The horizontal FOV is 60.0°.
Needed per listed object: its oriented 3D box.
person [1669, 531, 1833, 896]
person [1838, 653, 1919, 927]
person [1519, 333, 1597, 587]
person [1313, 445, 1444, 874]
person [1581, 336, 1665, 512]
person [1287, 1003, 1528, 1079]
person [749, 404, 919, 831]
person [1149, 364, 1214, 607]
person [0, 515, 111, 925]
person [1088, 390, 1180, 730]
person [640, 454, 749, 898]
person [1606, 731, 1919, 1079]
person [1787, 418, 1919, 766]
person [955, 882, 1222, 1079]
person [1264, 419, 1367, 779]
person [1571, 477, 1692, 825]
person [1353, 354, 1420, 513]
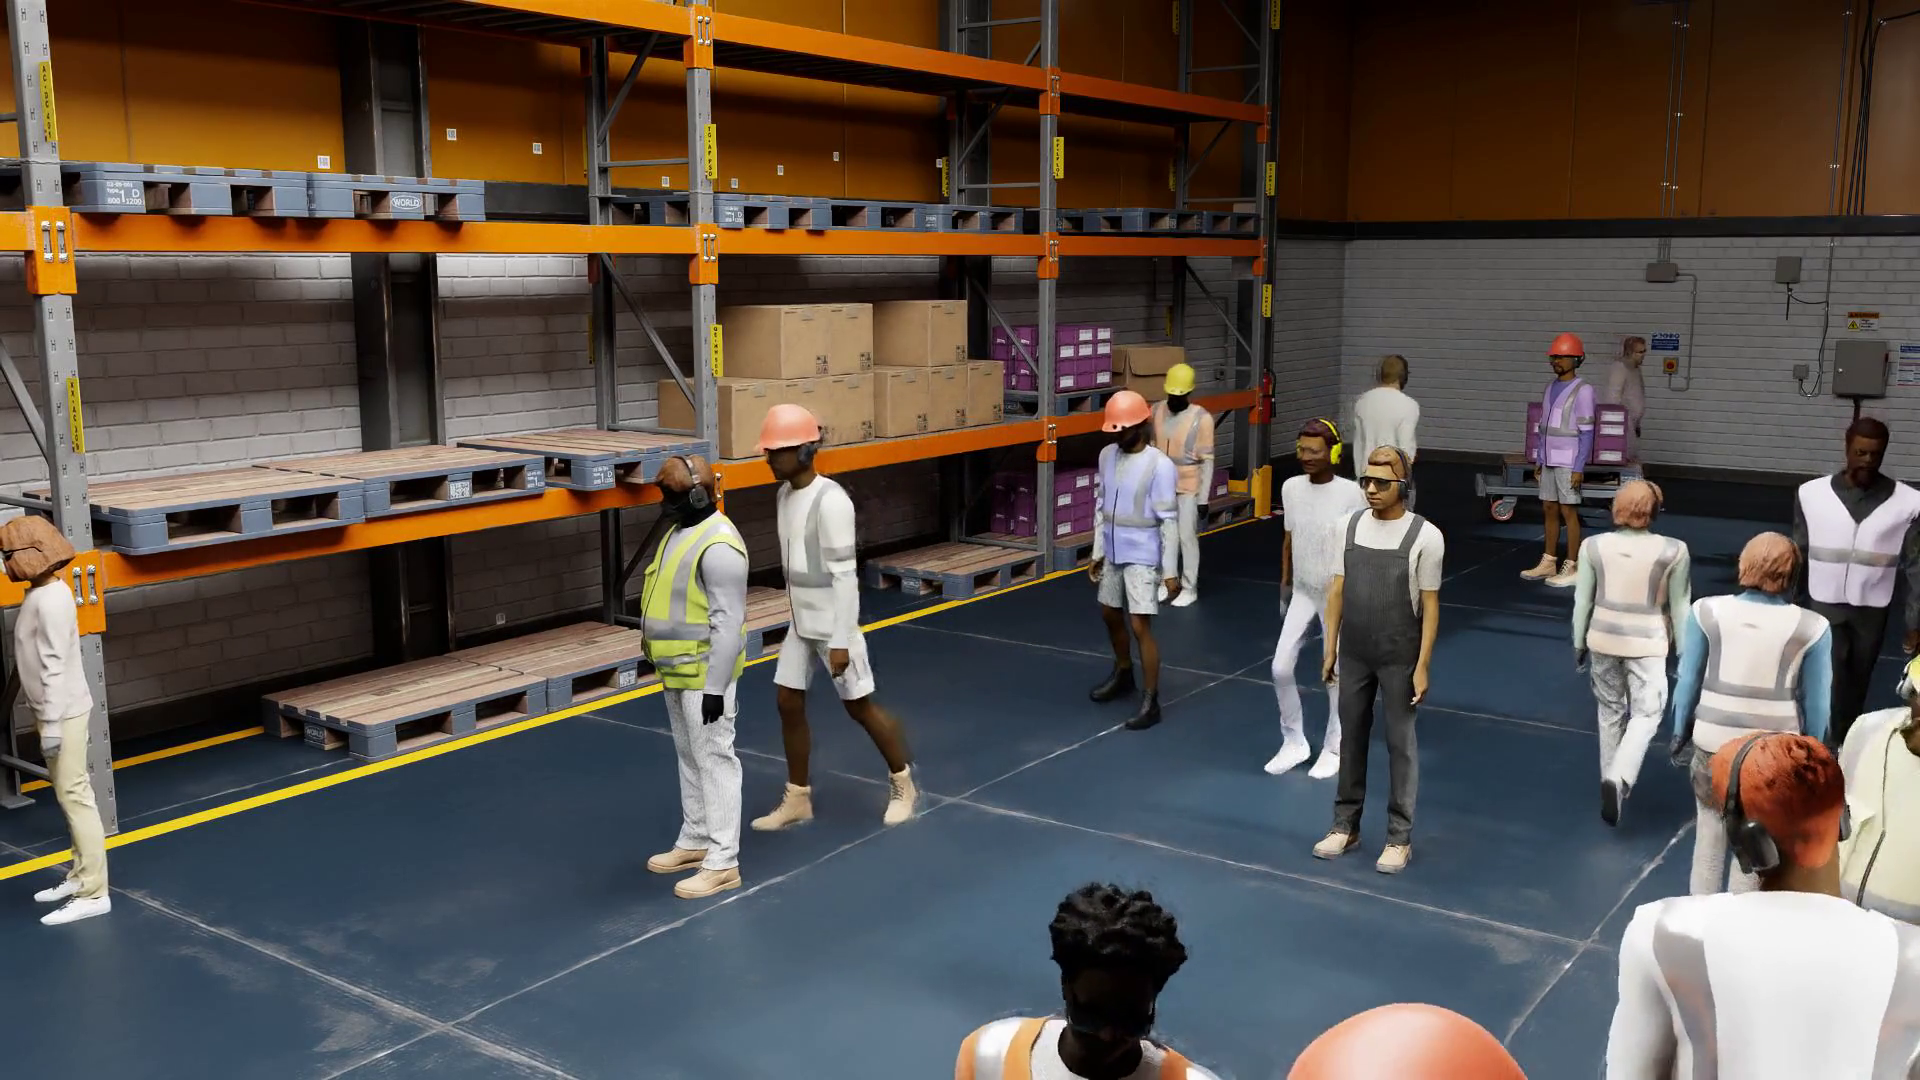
[{"bbox_3d":[2.995,0.768,6.305,0.530,1.619,0.554,6,11,33],"label":"person"},{"bbox_3d":[2.374,1.048,4.136,0.446,1.792,0.628,-4,10,-20],"label":"person"},{"bbox_3d":[4.857,-0.646,13.468,0.363,2.048,0.608,-3,10,-16],"label":"person"},{"bbox_3d":[1.811,0.508,7.194,0.508,1.846,0.345,7,12,38],"label":"person"},{"bbox_3d":[6.945,-1.228,17.551,0.961,1.853,0.659,6,11,30],"label":"person"},{"bbox_3d":[0.435,1.382,1.663,0.976,1.945,0.660,-8,13,-41],"label":"person"},{"bbox_3d":[-0.551,0.365,7.665,0.842,2.001,0.631,-6,11,-32],"label":"person"},{"bbox_3d":[1.641,-0.394,12.492,0.627,1.868,0.616,8,12,40],"label":"person"},{"bbox_3d":[-3.624,0.708,6.656,0.271,1.627,0.496,-6,11,-34],"label":"person"},{"bbox_3d":[0.980,0.086,9.535,0.587,1.907,0.778,-7,12,-37],"label":"person"},{"bbox_3d":[-1.107,0.556,6.937,0.429,1.840,0.624,-5,11,-27],"label":"person"},{"bbox_3d":[1.434,1.241,2.925,0.612,1.826,0.996,5,11,26],"label":"person"},{"bbox_3d":[4.441,0.323,8.260,0.606,1.862,1.047,5,11,25],"label":"person"},{"bbox_3d":[0.253,1.329,2.826,0.530,1.662,0.708,6,11,31],"label":"person"},{"bbox_3d":[1.801,0.310,8.368,0.543,1.848,0.560,8,12,40],"label":"person"},{"bbox_3d":[3.122,0.518,7.798,0.522,1.618,0.686,7,12,37],"label":"person"},{"bbox_3d":[3.278,-0.509,13.096,0.923,1.911,0.642,-6,11,-33],"label":"person"}]
